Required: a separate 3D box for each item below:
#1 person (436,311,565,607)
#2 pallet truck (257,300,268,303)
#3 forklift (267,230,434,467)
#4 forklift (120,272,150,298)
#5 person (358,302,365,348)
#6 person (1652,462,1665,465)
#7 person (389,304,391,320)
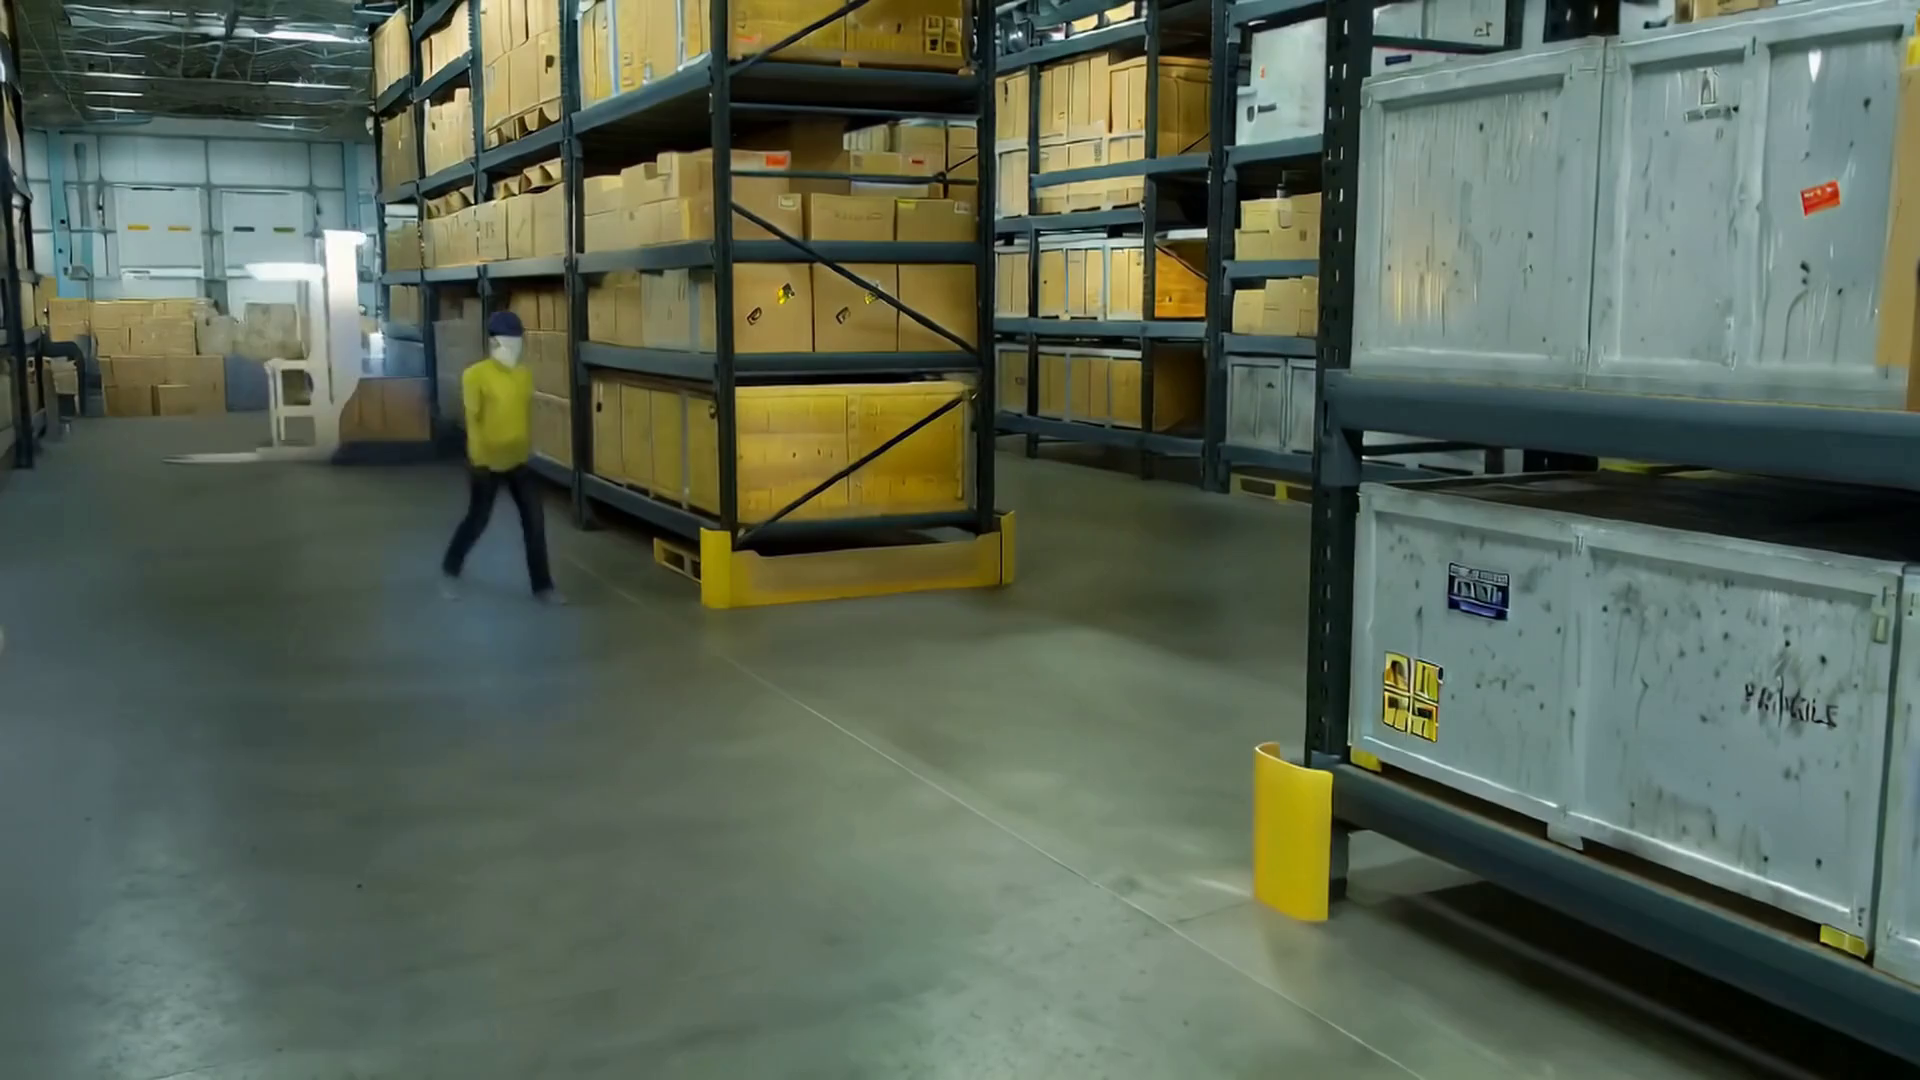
[{"bbox_3d":[-3.093,-0.541,11.035,1.001,1.958,0.617,6,10,36],"label":"person"},{"bbox_3d":[-23.913,-7.404,58.171,1.885,1.965,0.823,-1,8,-9],"label":"pallet truck"},{"bbox_3d":[-7.420,-2.331,20.159,1.873,2.768,1.129,-3,9,-18],"label":"forklift"},{"bbox_3d":[-24.911,-6.719,50.418,1.129,2.768,1.873,4,9,26],"label":"forklift"},{"bbox_3d":[-18.222,-6.243,50.453,0.750,1.916,0.639,0,8,-1],"label":"person"},{"bbox_3d":[5.115,-0.513,11.307,0.912,1.801,0.631,-2,9,-16],"label":"person"},{"bbox_3d":[-13.433,-4.689,39.782,0.540,1.901,0.605,-3,9,-17],"label":"person"}]
